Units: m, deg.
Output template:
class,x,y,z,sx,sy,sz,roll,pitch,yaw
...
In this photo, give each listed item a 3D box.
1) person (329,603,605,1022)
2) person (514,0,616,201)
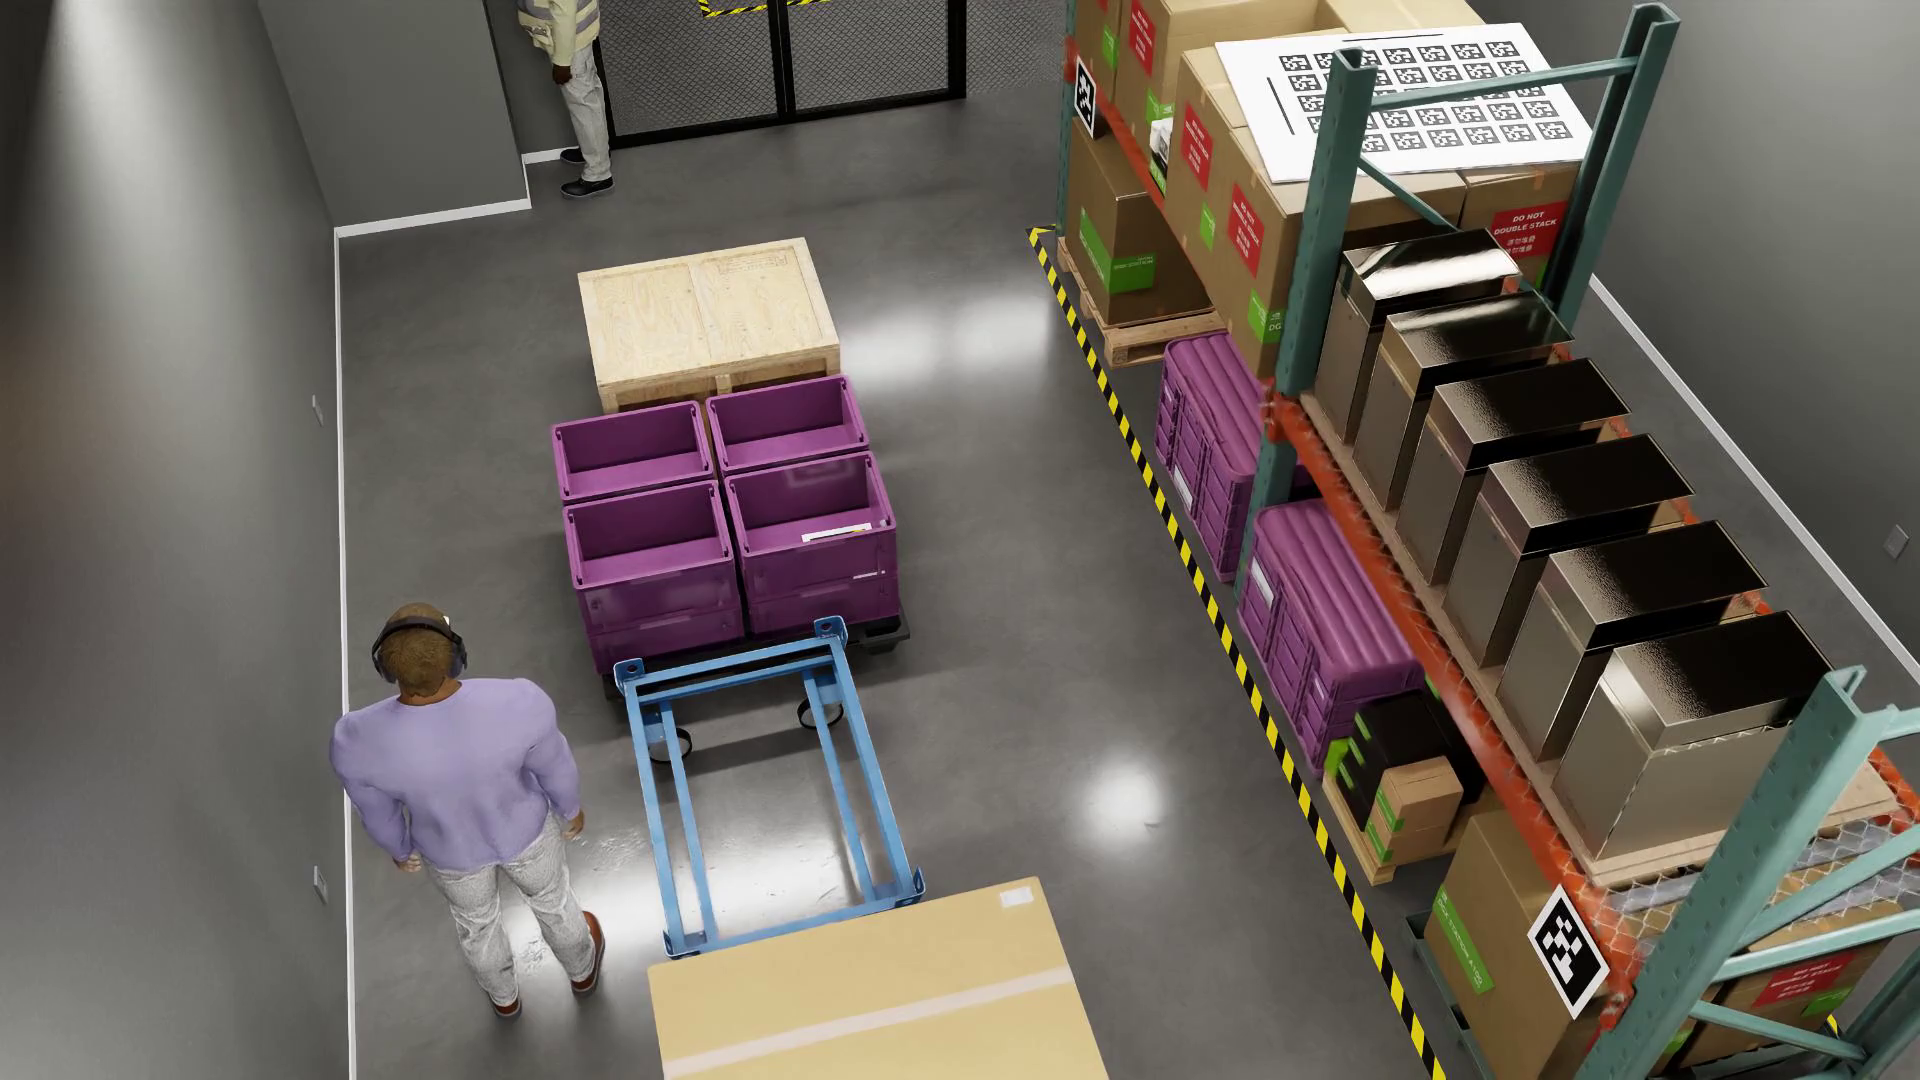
class,x,y,z,sx,sy,sz,roll,pitch,yaw
person,-1.456,0.871,5.086,0.631,1.939,0.369,-13,49,-12
person,-1.991,-2.566,8.314,0.403,1.833,0.590,-6,48,-5
